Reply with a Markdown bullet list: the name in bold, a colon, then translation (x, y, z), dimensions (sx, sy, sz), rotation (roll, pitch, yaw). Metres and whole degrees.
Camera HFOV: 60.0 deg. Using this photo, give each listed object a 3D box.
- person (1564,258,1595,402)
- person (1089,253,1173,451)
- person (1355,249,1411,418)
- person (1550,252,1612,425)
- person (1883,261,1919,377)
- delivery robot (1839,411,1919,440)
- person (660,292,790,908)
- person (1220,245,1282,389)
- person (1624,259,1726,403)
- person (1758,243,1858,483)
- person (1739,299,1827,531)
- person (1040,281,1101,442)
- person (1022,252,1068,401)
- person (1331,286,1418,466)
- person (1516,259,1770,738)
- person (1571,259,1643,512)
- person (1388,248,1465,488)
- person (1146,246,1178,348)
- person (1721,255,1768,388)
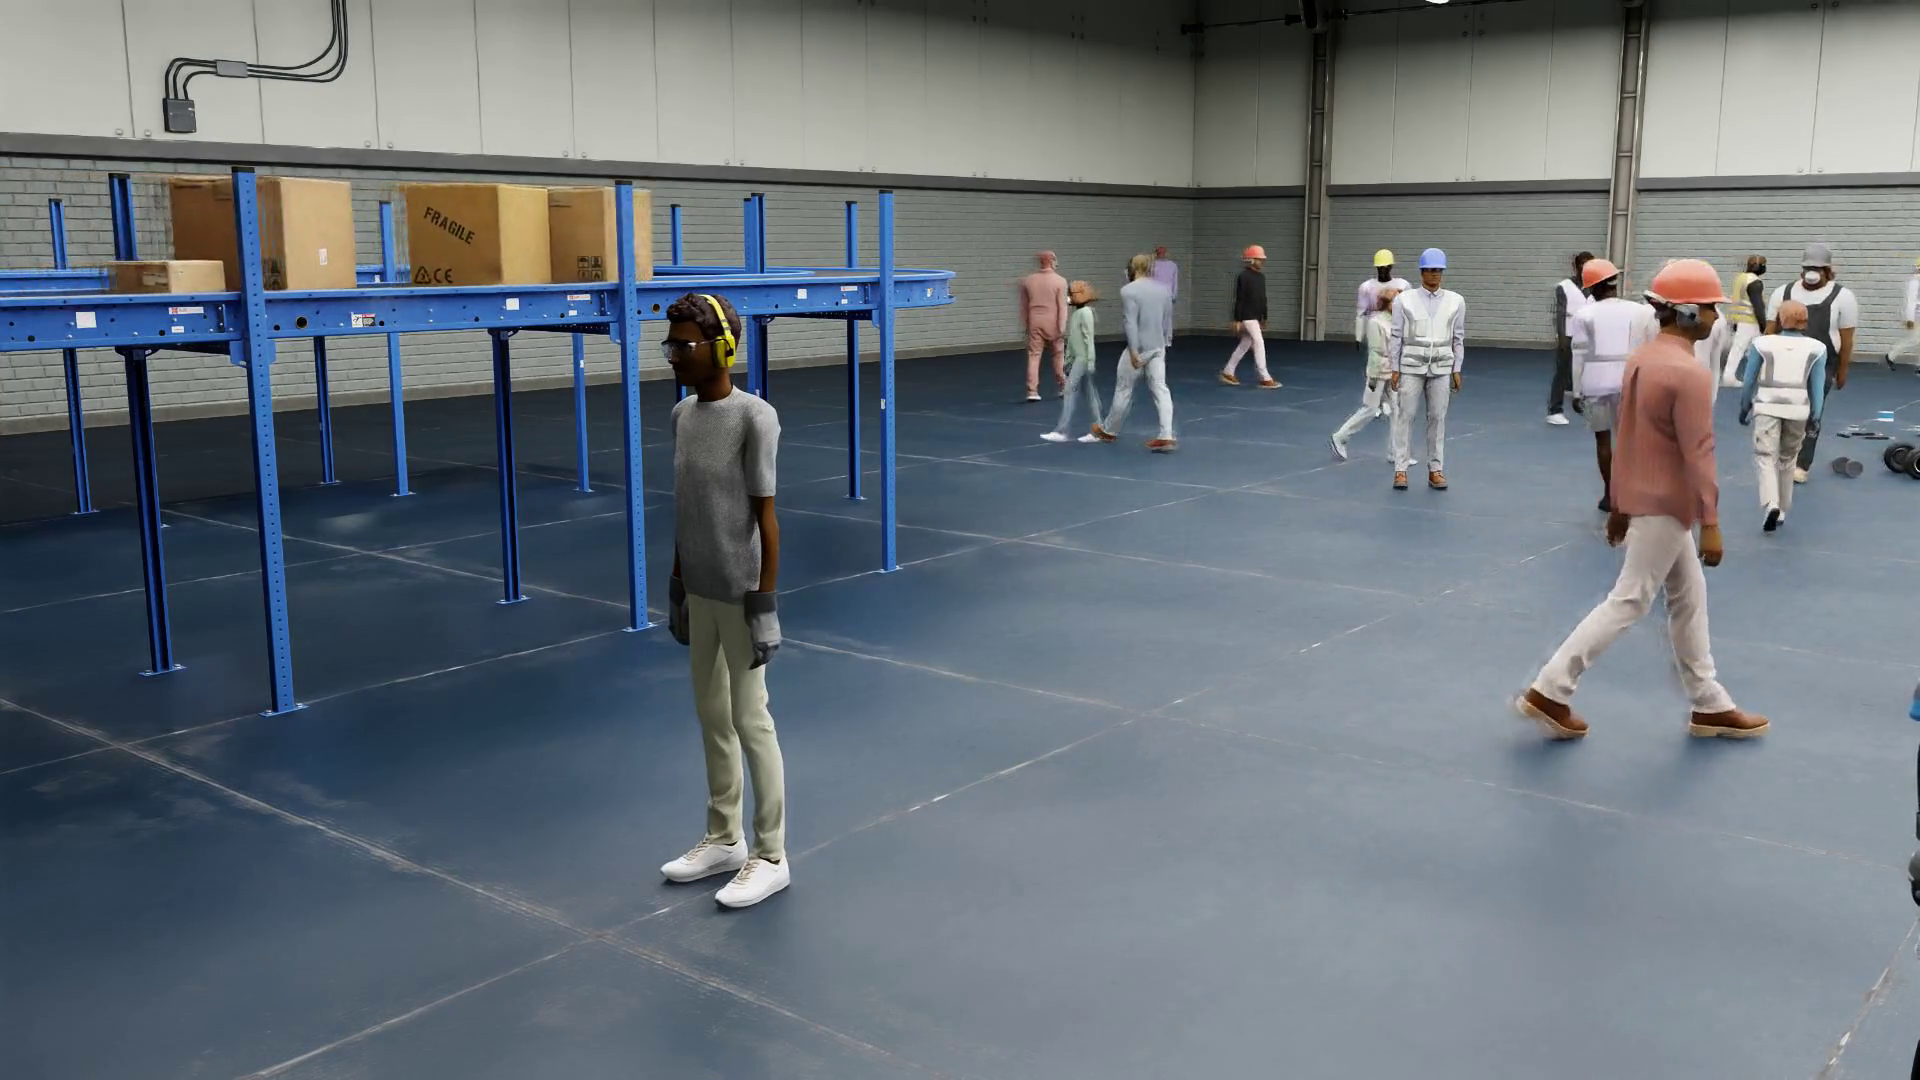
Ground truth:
- **person**: translation (7.854, -2.656, 20.951), dimensions (0.543, 1.805, 0.906), rotation (1, 10, 4)
- **person**: translation (1.719, -1.821, 16.132), dimensions (0.654, 1.873, 1.070), rotation (-9, 13, -40)
- **person**: translation (4.808, -2.345, 18.953), dimensions (0.609, 1.907, 0.445), rotation (4, 11, 20)
- **person**: translation (6.770, -2.169, 18.063), dimensions (0.604, 1.881, 0.927), rotation (-3, 11, -16)
- **person**: translation (14.276, -3.354, 24.836), dimensions (0.596, 1.811, 0.643), rotation (-7, 13, -35)
- **delivery robot**: translation (8.002, -0.994, 14.363), dimensions (0.698, 0.223, 0.335), rotation (1, 10, 7)
- **person**: translation (-0.732, 0.179, 5.117), dimensions (0.319, 1.864, 0.516), rotation (-10, 14, -44)
- **person**: translation (4.015, -3.088, 22.980), dimensions (1.004, 1.950, 0.626), rotation (8, 13, 37)
- **person**: translation (4.818, -0.950, 11.277), dimensions (0.658, 1.891, 0.500), rotation (0, 10, 1)
- **person**: translation (7.243, -1.532, 14.205), dimensions (0.932, 2.000, 0.687), rotation (-10, 14, -43)
- **person**: translation (5.756, -0.877, 11.637), dimensions (0.510, 1.609, 0.753), rotation (3, 11, 14)
- **person**: translation (1.094, -1.767, 16.571), dimensions (0.758, 1.602, 0.532), rotation (-1, 10, -8)
- **person**: translation (1.121, -2.701, 21.045), dimensions (0.665, 1.857, 0.970), rotation (6, 12, 29)
- **person**: translation (3.788, -1.501, 15.124), dimensions (0.751, 1.614, 0.526), rotation (10, 14, 44)
- **person**: translation (2.781, -0.146, 6.686), dimensions (1.023, 1.955, 0.623), rotation (1, 10, 5)
- **person**: translation (4.792, -1.121, 12.263), dimensions (0.580, 1.884, 0.675), rotation (2, 11, 13)
- **person**: translation (3.808, -1.399, 13.602), dimensions (0.605, 1.951, 0.381), rotation (1, 10, 3)
- **person**: translation (3.770, -4.576, 31.322), dimensions (0.639, 1.910, 0.406), rotation (-2, 10, -12)
- **person**: translation (10.989, -3.001, 22.875), dimensions (0.922, 1.801, 0.646), rotation (2, 10, 9)
